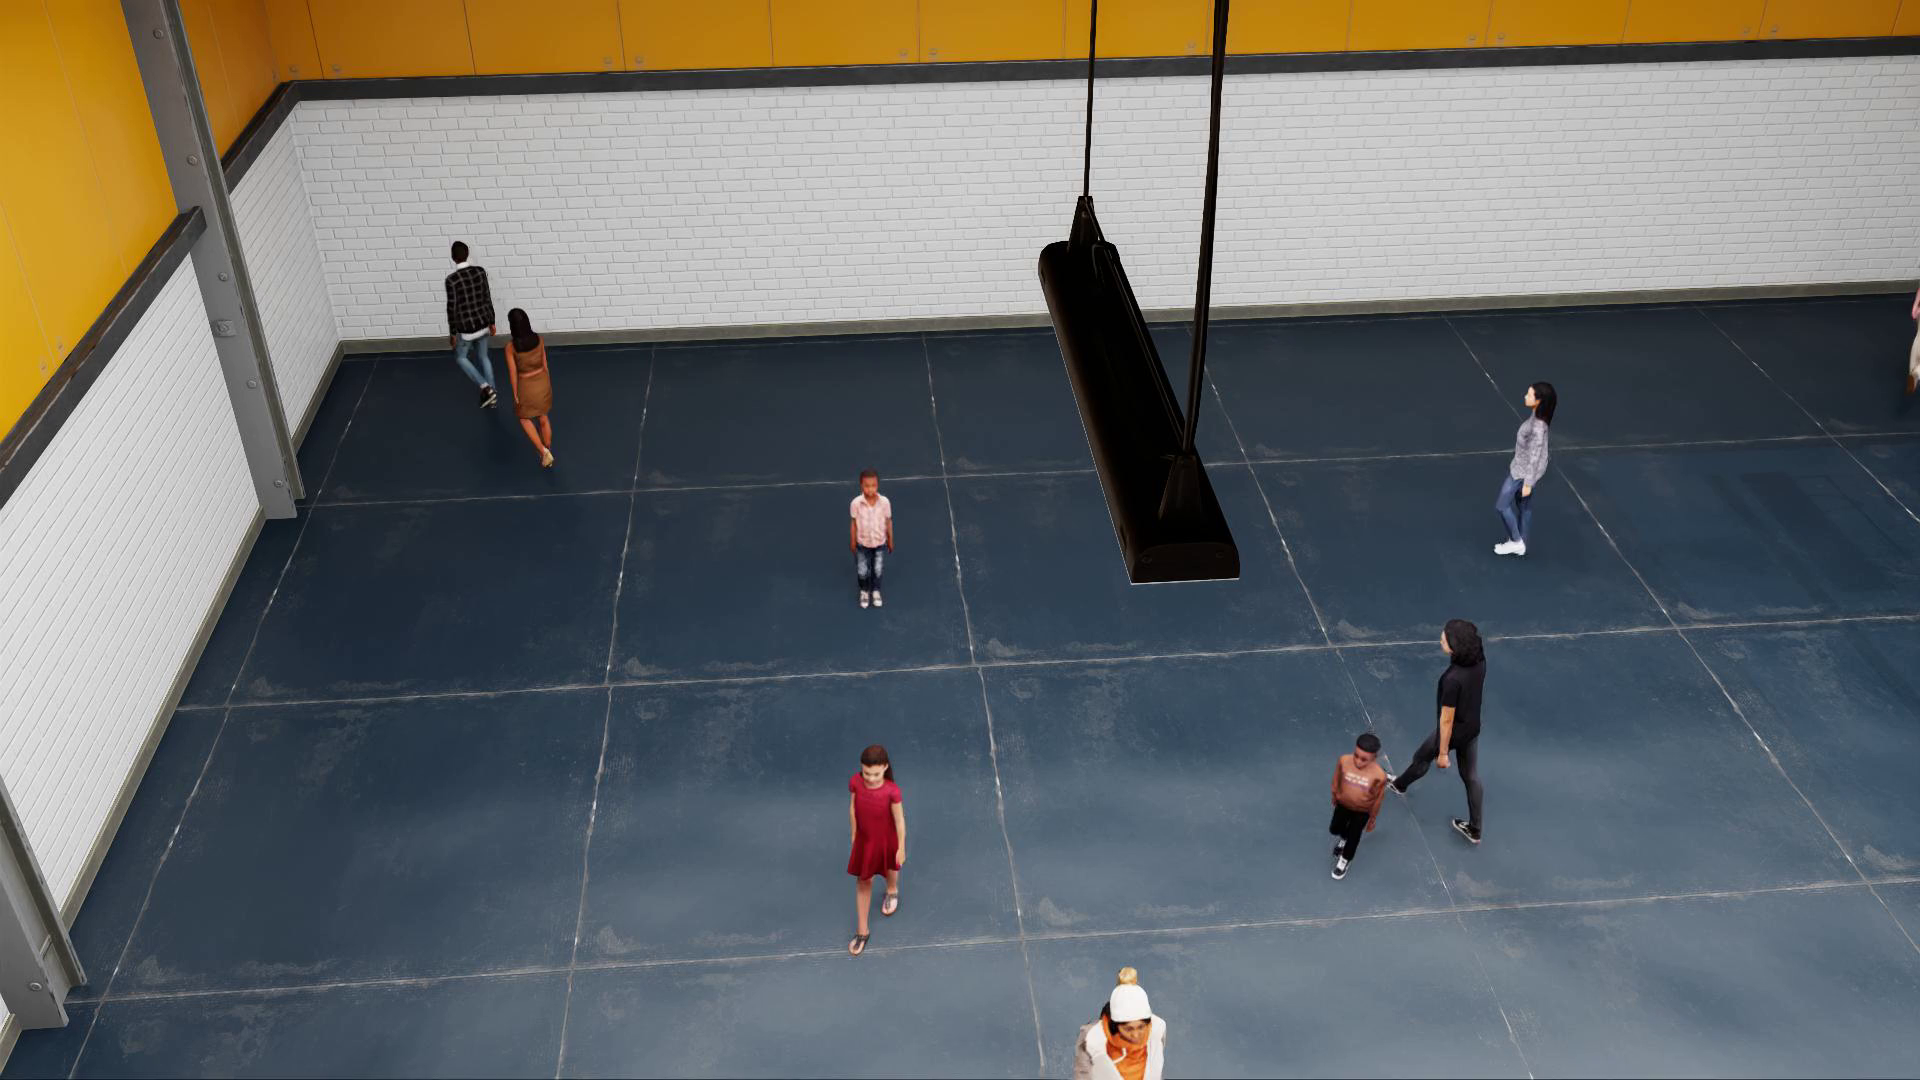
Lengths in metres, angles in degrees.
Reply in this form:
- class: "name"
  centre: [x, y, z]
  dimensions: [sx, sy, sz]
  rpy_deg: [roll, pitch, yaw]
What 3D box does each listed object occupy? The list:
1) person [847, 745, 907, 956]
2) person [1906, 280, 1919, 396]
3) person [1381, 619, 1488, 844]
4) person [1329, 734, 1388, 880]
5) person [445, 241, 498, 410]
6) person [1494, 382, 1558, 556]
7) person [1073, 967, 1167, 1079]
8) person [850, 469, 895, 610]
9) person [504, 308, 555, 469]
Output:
- class: "person"
  centre: [-0.520, 1.919, 10.982]
  dimensions: [0.734, 1.527, 0.970]
  rpy_deg: [8, 34, 12]
- class: "person"
  centre: [10.088, -2.364, 17.159]
  dimensions: [1.070, 1.822, 1.124]
  rpy_deg: [25, 41, 32]
- class: "person"
  centre: [3.524, 1.371, 11.581]
  dimensions: [1.080, 1.776, 1.262]
  rpy_deg: [-21, 39, -29]
- class: "person"
  centre: [2.760, 1.781, 11.445]
  dimensions: [0.668, 1.244, 0.726]
  rpy_deg: [19, 38, 27]
- class: "person"
  centre: [-4.878, -2.117, 16.802]
  dimensions: [0.942, 1.807, 0.883]
  rpy_deg: [27, 42, 34]
- class: "person"
  centre: [5.055, -0.585, 14.572]
  dimensions: [0.806, 1.724, 0.690]
  rpy_deg: [12, 36, 18]
- class: "person"
  centre: [0.823, 2.978, 9.101]
  dimensions: [0.832, 1.846, 1.225]
  rpy_deg: [-8, 34, -12]
- class: "person"
  centre: [-0.761, -0.050, 14.148]
  dimensions: [0.527, 1.302, 0.495]
  rpy_deg: [-5, 34, -7]
- class: "person"
  centre: [-4.024, -1.397, 15.834]
  dimensions: [0.761, 1.678, 0.838]
  rpy_deg: [-25, 41, -32]
